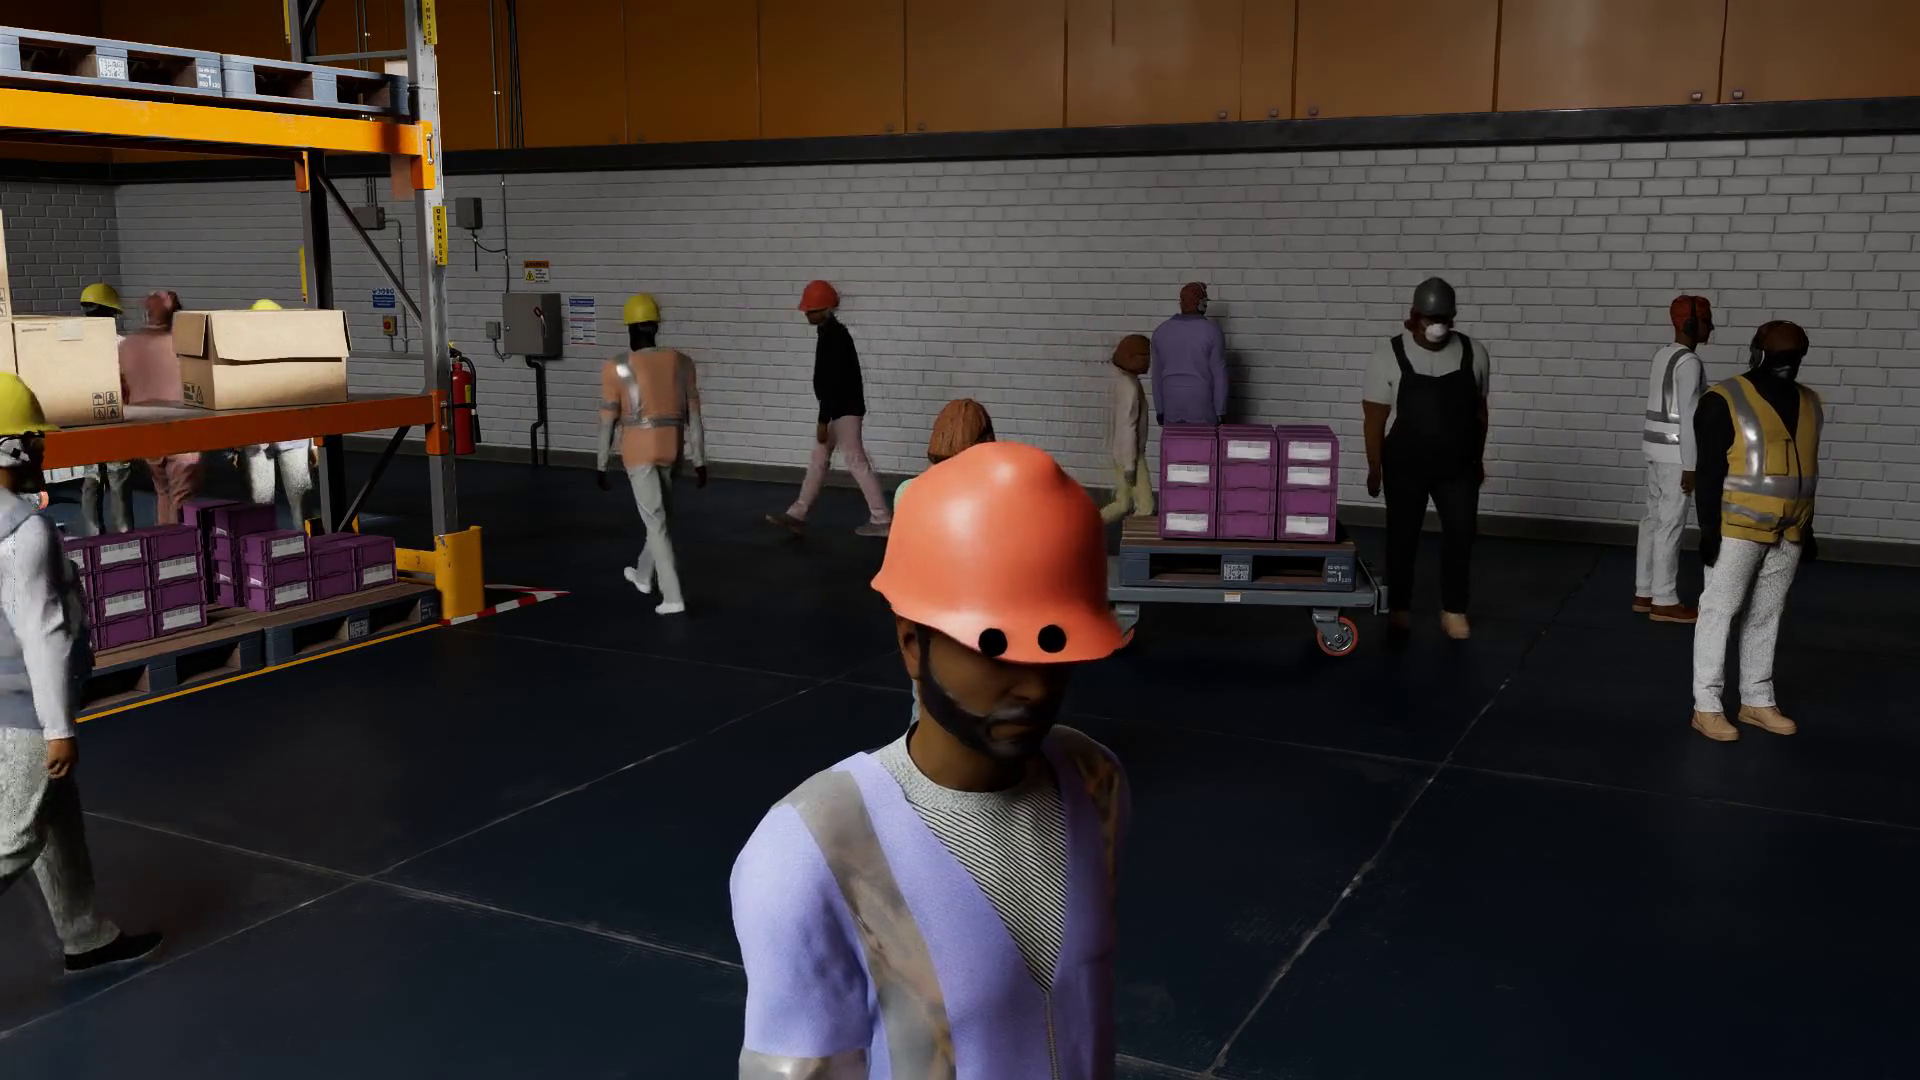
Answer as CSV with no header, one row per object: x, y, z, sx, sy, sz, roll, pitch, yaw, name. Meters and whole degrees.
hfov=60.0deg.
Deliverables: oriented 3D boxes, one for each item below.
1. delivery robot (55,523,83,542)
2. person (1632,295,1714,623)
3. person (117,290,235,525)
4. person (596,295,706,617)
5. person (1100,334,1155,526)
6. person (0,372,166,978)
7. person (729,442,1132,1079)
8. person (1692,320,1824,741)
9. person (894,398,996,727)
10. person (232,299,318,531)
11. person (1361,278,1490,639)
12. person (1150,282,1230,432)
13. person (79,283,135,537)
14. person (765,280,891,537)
-5.233,0.147,9.651,0.477,0.478,0.707,8,12,39,delivery robot
4.154,-0.471,9.661,0.354,1.881,0.576,1,10,5,person
-5.017,-0.655,10.709,0.657,1.883,0.684,1,10,4,person
-1.866,-0.514,9.935,0.622,1.869,1.004,-8,12,-38,person
1.054,-0.538,10.829,0.675,1.611,0.503,-1,10,-3,person
-2.687,0.447,4.577,0.606,1.810,0.825,8,12,37,person
0.020,0.849,1.865,0.550,1.933,0.375,-10,14,-44,person
3.510,-0.040,7.303,0.621,1.837,0.429,-3,10,-17,person
-0.001,0.319,5.842,0.497,1.626,0.287,4,11,21,person
-4.455,-0.646,10.827,0.600,1.827,0.404,-1,10,-6,person
2.573,-0.470,9.194,0.710,2.000,0.682,0,10,2,person
1.781,-1.017,12.751,0.647,1.908,0.409,7,12,36,person
-5.857,-0.794,11.426,0.585,1.918,0.381,3,10,16,person
-0.965,-0.952,12.335,0.998,1.918,0.677,-1,10,-8,person
